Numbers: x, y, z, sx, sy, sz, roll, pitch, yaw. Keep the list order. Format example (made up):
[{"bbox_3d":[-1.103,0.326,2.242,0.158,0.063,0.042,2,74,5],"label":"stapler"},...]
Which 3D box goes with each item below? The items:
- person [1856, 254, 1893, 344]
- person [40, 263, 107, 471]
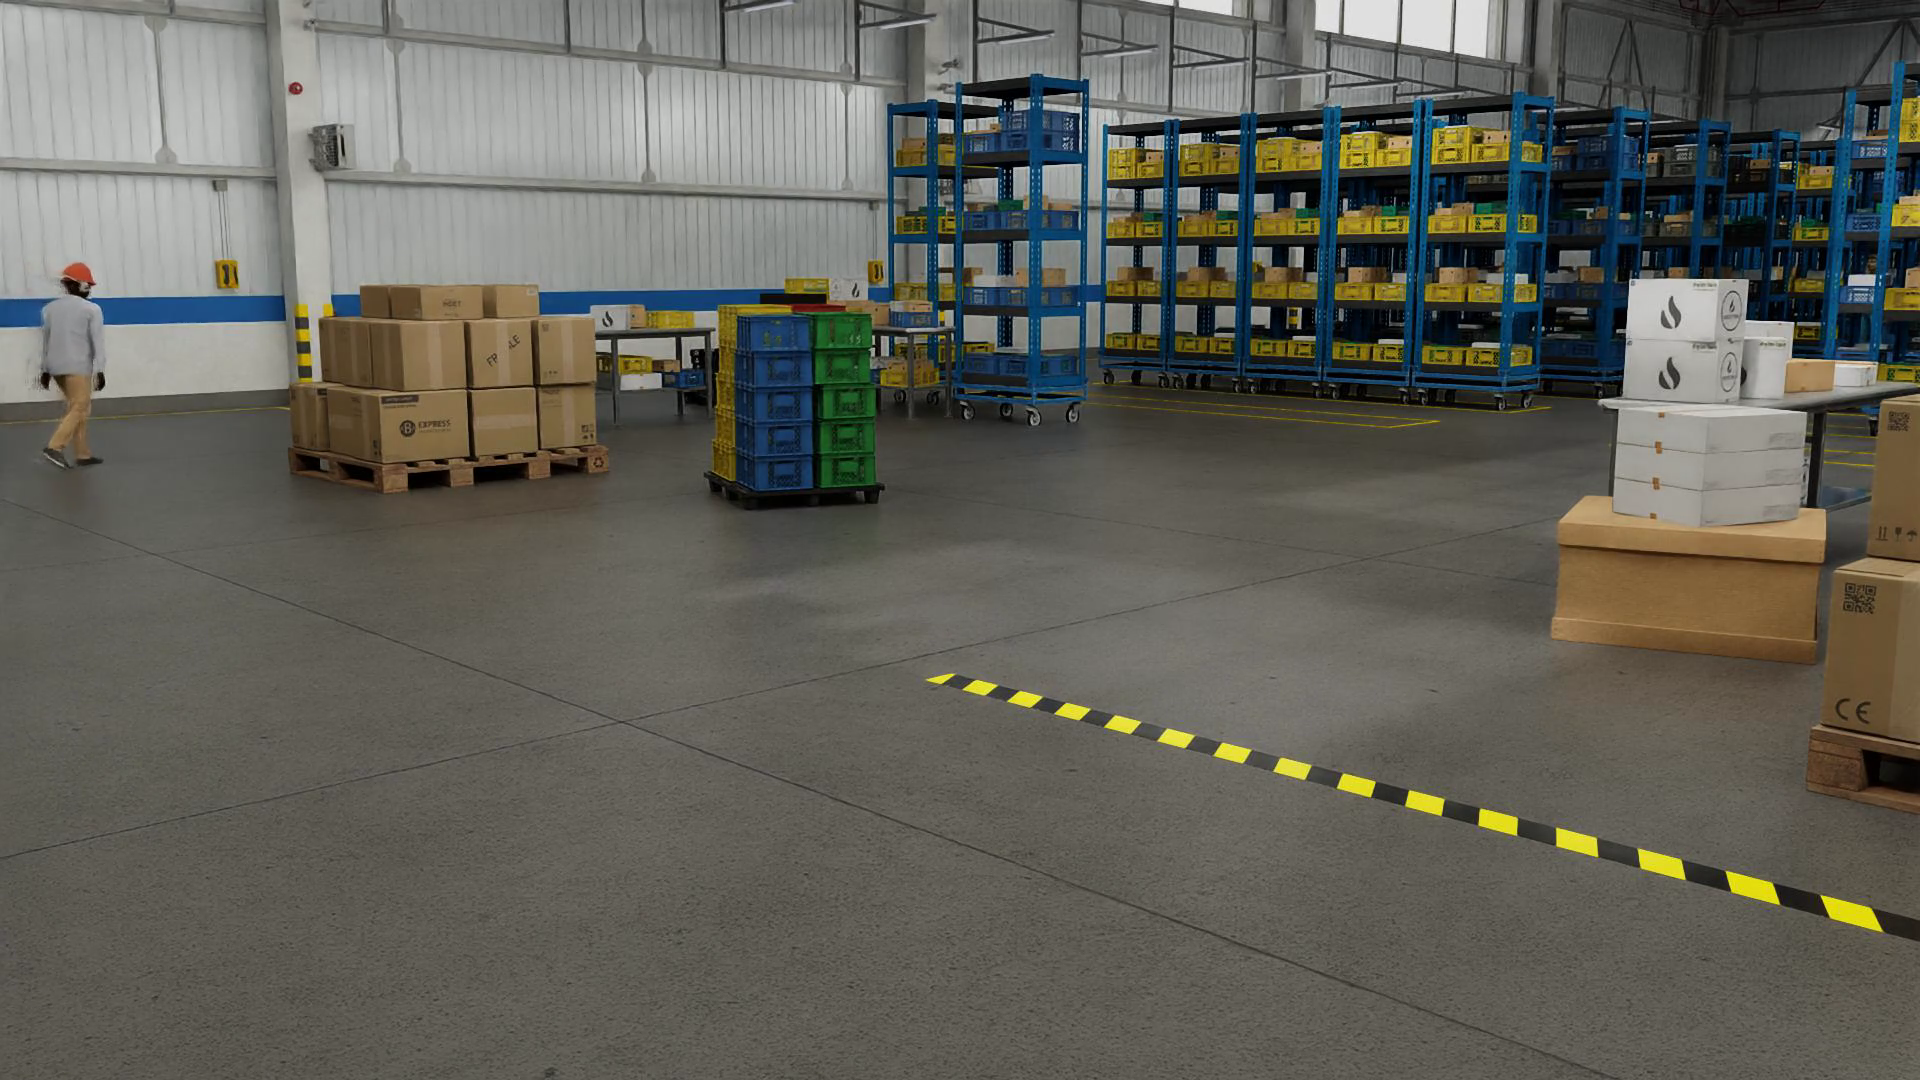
[{"bbox_3d":[14.525,-3.624,26.501,0.388,1.847,0.563,-6,11,-32],"label":"person"},{"bbox_3d":[-7.378,-1.429,13.732,0.578,1.714,0.719,3,10,17],"label":"person"}]
